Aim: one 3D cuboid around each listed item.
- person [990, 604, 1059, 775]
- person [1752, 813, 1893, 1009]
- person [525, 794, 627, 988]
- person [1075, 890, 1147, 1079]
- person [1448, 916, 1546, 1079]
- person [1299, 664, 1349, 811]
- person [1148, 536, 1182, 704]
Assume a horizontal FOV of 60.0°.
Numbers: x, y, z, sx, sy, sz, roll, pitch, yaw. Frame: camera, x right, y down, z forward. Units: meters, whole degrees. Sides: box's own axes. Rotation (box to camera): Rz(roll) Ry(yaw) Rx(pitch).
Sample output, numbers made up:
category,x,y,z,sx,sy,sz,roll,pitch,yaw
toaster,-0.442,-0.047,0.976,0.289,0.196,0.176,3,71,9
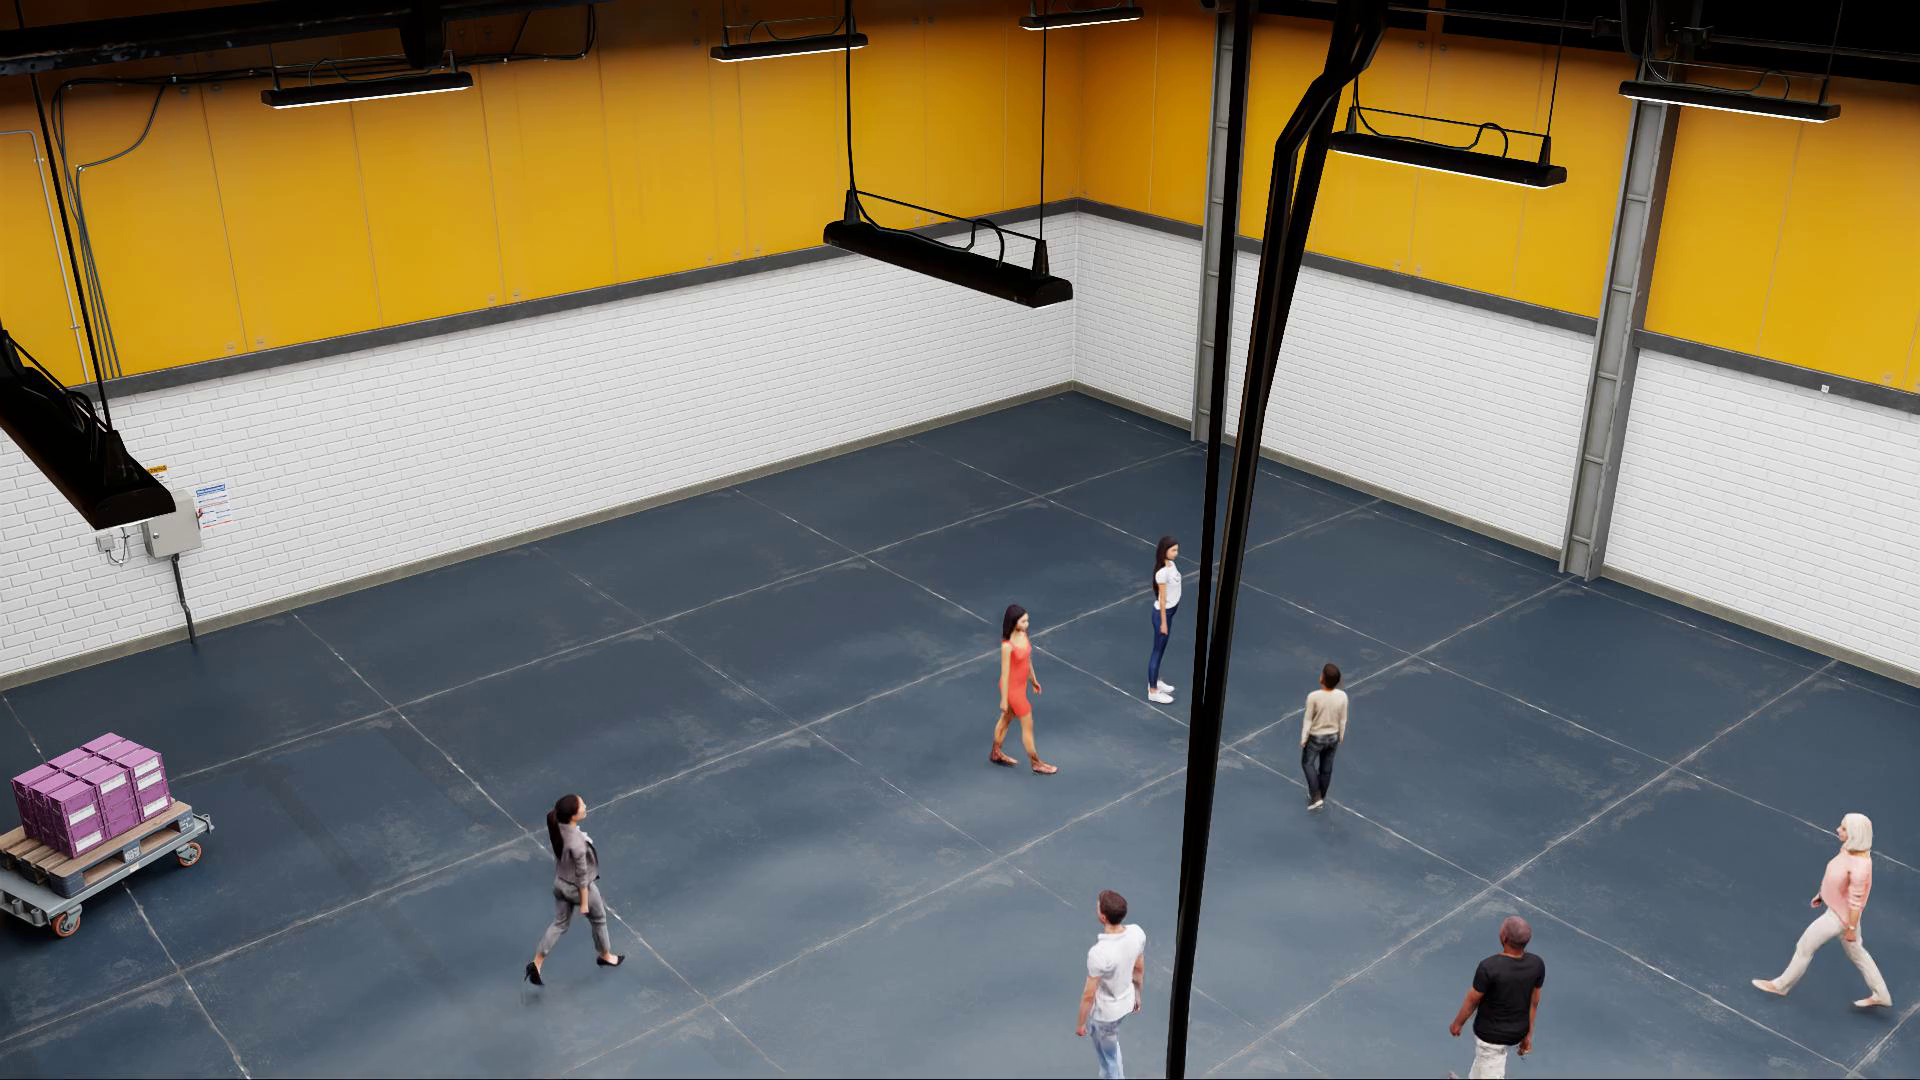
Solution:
category,x,y,z,sx,sy,sz,roll,pitch,yaw
person,0.431,1.384,15.636,1.029,1.695,0.899,6,24,14
person,6.680,2.810,12.404,1.266,1.671,0.985,10,25,21
person,-3.021,2.701,12.686,0.705,1.645,0.993,-21,31,-40
person,1.096,3.216,11.261,0.698,1.843,0.635,-22,32,-40
person,3.612,3.350,11.054,0.964,1.763,1.312,-8,25,-17
person,3.277,1.815,14.948,0.738,1.457,0.809,-3,24,-7
person,2.051,0.788,16.900,0.697,1.775,0.670,6,24,13
